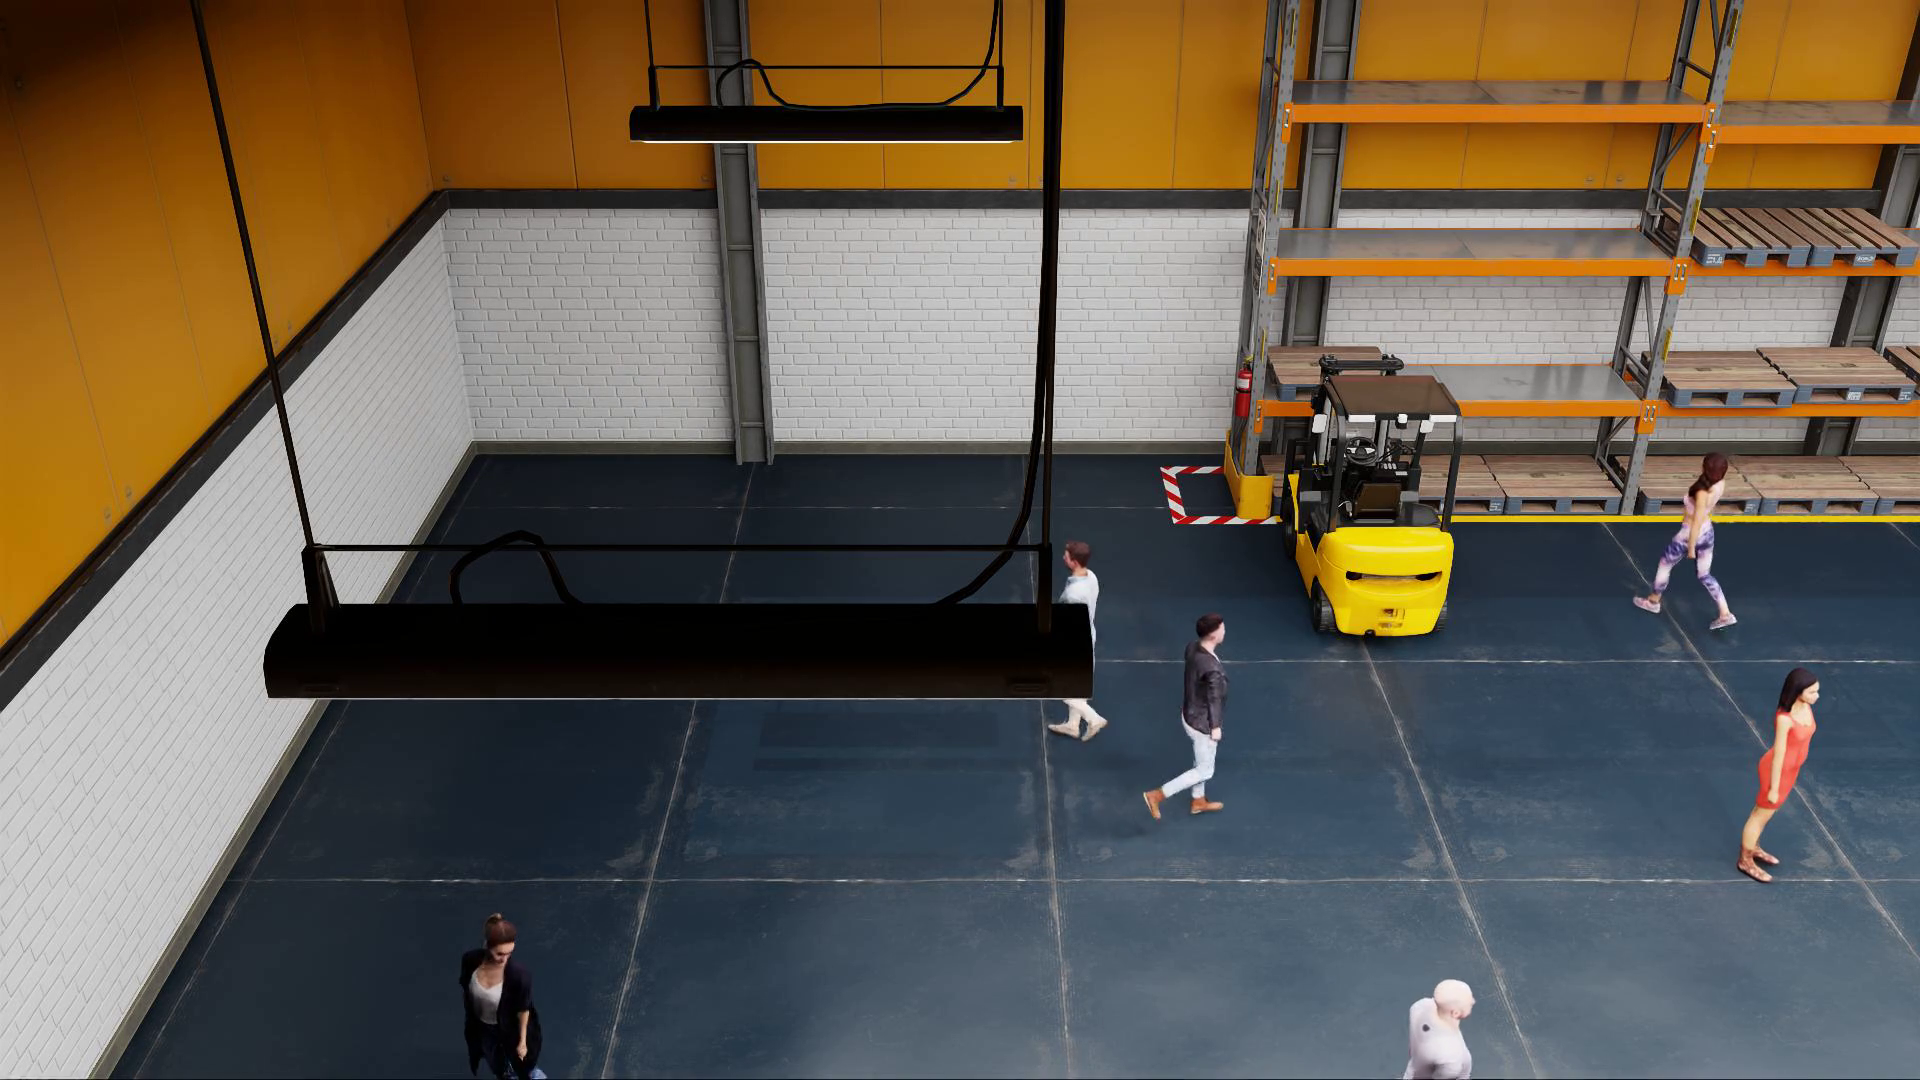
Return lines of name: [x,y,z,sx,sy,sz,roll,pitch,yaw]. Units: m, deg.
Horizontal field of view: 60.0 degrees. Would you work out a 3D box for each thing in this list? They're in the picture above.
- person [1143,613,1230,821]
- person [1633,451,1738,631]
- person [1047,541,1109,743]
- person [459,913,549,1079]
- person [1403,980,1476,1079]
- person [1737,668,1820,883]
person: [1.751,1.385,12.556,0.996,1.816,0.781,-6,29,-11]
person: [6.772,0.033,15.125,1.169,1.730,1.137,-20,35,-32]
person: [1.013,0.867,13.483,0.894,1.839,0.812,10,30,18]
person: [-2.761,2.884,9.952,0.684,1.678,0.829,22,35,34]
person: [2.551,3.156,9.319,1.121,1.807,0.807,-5,29,-9]
person: [5.958,1.682,12.115,0.717,1.718,0.676,21,35,34]
